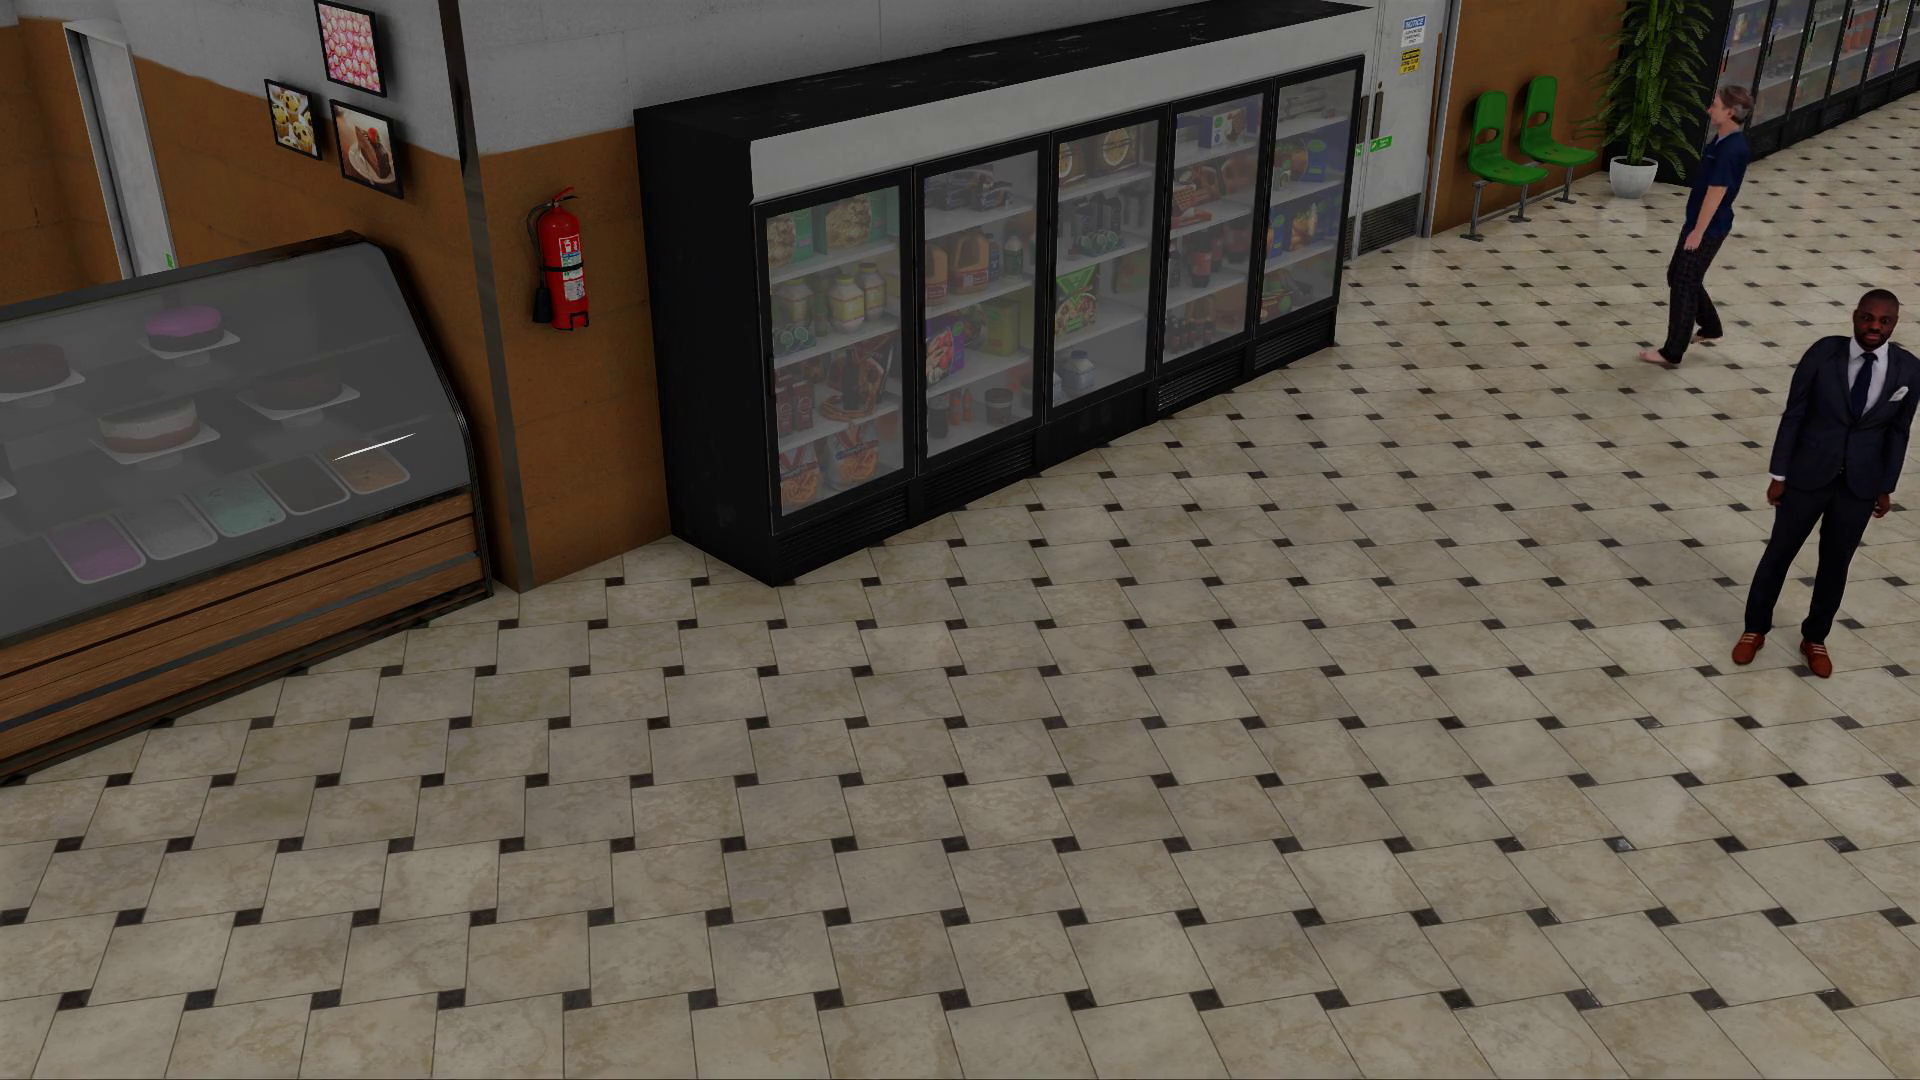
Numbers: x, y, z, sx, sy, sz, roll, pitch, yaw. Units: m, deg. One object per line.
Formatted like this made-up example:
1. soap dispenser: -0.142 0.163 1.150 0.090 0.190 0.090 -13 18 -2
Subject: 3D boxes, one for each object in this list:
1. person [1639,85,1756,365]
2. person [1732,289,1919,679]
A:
1. person: 5.009 -2.067 11.041 0.900 1.866 0.834 7 28 14
2. person: 3.945 -0.269 7.542 0.703 1.824 0.841 10 28 18
